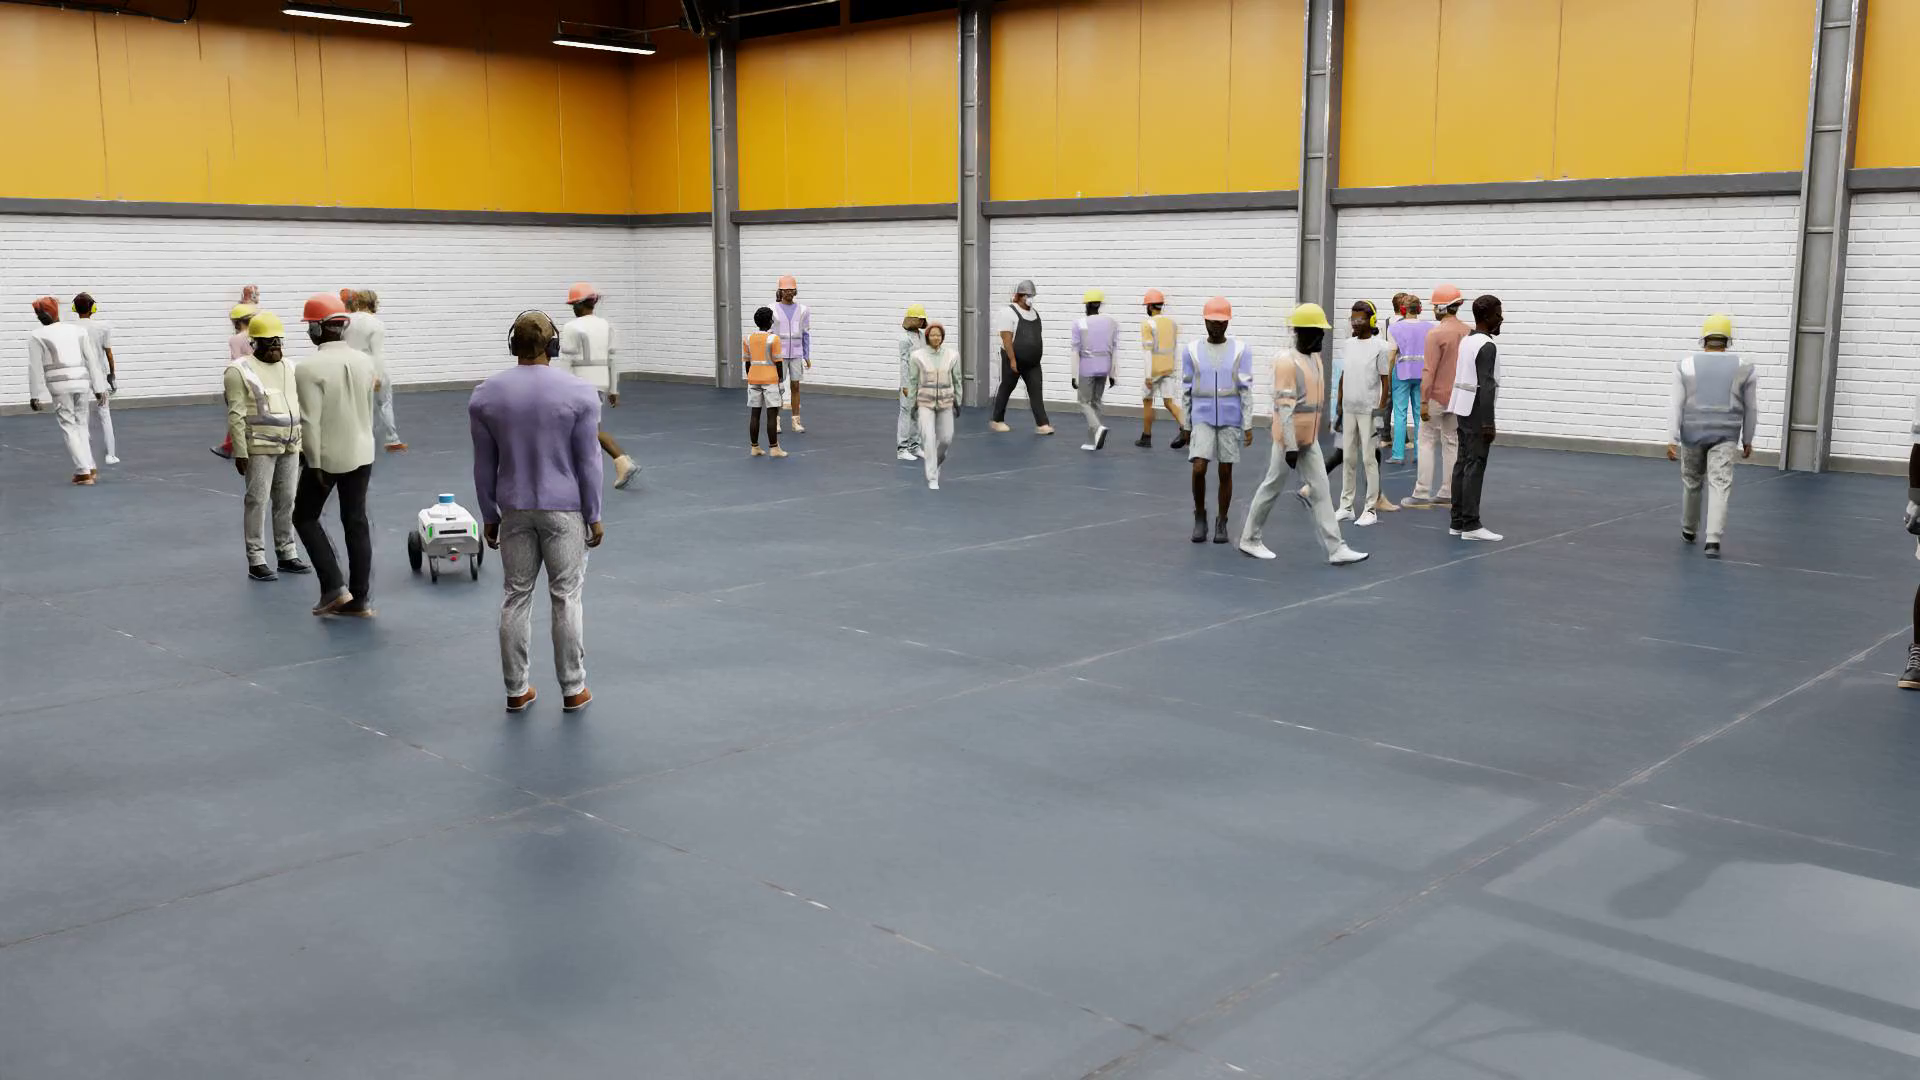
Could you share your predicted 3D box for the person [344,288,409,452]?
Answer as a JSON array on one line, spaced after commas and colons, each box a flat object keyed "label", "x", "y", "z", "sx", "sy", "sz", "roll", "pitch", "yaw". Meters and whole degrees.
[{"label": "person", "x": -6.782, "y": -1.908, "z": 18.938, "sx": 0.628, "sy": 1.908, "sz": 0.975, "roll": 5, "pitch": 11, "yaw": 28}]

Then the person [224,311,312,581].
[{"label": "person", "x": -4.718, "y": -0.645, "z": 11.407, "sx": 0.404, "sy": 1.829, "sz": 0.600, "roll": 5, "pitch": 10, "yaw": 26}]

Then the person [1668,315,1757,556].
[{"label": "person", "x": 5.639, "y": -0.792, "z": 12.479, "sx": 0.614, "sy": 1.781, "sz": 0.946, "roll": 4, "pitch": 10, "yaw": 21}]

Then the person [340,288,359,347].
[{"label": "person", "x": -7.294, "y": -2.059, "z": 19.906, "sx": 0.354, "sy": 1.887, "sz": 0.573, "roll": -6, "pitch": 11, "yaw": -31}]

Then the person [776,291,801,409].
[{"label": "person", "x": -2.667, "y": -2.894, "z": 25.189, "sx": 0.430, "sy": 1.838, "sz": 0.619, "roll": -7, "pitch": 12, "yaw": -37}]

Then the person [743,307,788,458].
[{"label": "person", "x": -2.188, "y": -1.761, "z": 18.661, "sx": 0.531, "sy": 1.697, "sz": 0.320, "roll": 5, "pitch": 11, "yaw": 30}]

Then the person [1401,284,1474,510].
[{"label": "person", "x": 4.259, "y": -1.257, "z": 14.691, "sx": 0.633, "sy": 1.990, "sz": 0.445, "roll": -6, "pitch": 11, "yaw": -32}]

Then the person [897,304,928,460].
[{"label": "person", "x": -0.501, "y": -1.755, "z": 18.518, "sx": 0.336, "sy": 1.733, "sz": 0.480, "roll": 5, "pitch": 11, "yaw": 29}]

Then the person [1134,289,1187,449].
[{"label": "person", "x": 2.410, "y": -1.999, "z": 19.544, "sx": 0.576, "sy": 1.899, "sz": 0.857, "roll": -6, "pitch": 11, "yaw": -32}]

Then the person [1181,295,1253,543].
[{"label": "person", "x": 1.974, "y": -0.910, "z": 12.784, "sx": 0.556, "sy": 1.919, "sz": 0.527, "roll": 2, "pitch": 9, "yaw": 9}]

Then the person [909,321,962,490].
[{"label": "person", "x": -0.248, "y": -1.315, "z": 16.158, "sx": 0.525, "sy": 1.626, "sz": 0.583, "roll": -2, "pitch": 9, "yaw": -11}]

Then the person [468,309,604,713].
[{"label": "person", "x": -2.006, "y": -0.126, "z": 7.944, "sx": 0.622, "sy": 1.932, "sz": 0.368, "roll": 1, "pitch": 9, "yaw": 5}]

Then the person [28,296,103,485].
[{"label": "person", "x": -8.764, "y": -1.456, "z": 16.313, "sx": 0.584, "sy": 1.845, "sz": 0.595, "roll": 5, "pitch": 11, "yaw": 30}]

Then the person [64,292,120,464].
[{"label": "person", "x": -9.416, "y": -1.740, "z": 18.005, "sx": 0.514, "sy": 1.872, "sz": 0.328, "roll": -4, "pitch": 10, "yaw": -25}]

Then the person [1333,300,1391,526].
[{"label": "person", "x": 3.309, "y": -1.052, "z": 13.800, "sx": 0.328, "sy": 1.868, "sz": 0.509, "roll": -7, "pitch": 12, "yaw": -38}]

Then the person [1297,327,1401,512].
[{"label": "person", "x": 3.397, "y": -1.060, "z": 14.515, "sx": 0.860, "sy": 1.658, "sz": 0.533, "roll": 0, "pitch": 9, "yaw": -2}]

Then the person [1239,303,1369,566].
[{"label": "person", "x": 2.445, "y": -0.753, "z": 11.932, "sx": 1.013, "sy": 1.876, "sz": 0.610, "roll": 8, "pitch": 12, "yaw": 39}]

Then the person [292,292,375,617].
[{"label": "person", "x": -3.785, "y": -0.501, "z": 10.082, "sx": 0.448, "sy": 1.977, "sz": 0.622, "roll": 6, "pitch": 11, "yaw": 31}]

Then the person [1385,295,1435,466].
[{"label": "person", "x": 4.855, "y": -1.717, "z": 17.943, "sx": 0.570, "sy": 1.840, "sz": 0.373, "roll": -2, "pitch": 9, "yaw": -12}]

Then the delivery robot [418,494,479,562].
[{"label": "delivery robot", "x": -3.555, "y": -0.078, "z": 11.545, "sx": 0.477, "sy": 0.478, "sz": 0.707, "roll": -4, "pitch": 10, "yaw": -22}]

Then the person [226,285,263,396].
[{"label": "person", "x": -10.622, "y": -2.867, "z": 24.857, "sx": 0.654, "sy": 1.884, "sz": 0.643, "roll": 6, "pitch": 11, "yaw": 31}]

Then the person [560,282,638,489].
[{"label": "person", "x": -3.513, "y": -1.482, "z": 16.047, "sx": 0.982, "sy": 2.004, "sz": 0.664, "roll": 6, "pitch": 11, "yaw": 31}]

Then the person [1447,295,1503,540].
[{"label": "person", "x": 4.056, "y": -0.961, "z": 13.086, "sx": 0.399, "sy": 1.918, "sz": 0.590, "roll": 0, "pitch": 9, "yaw": 0}]

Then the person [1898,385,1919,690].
[{"label": "person", "x": 5.044, "y": -0.202, "z": 8.277, "sx": 0.608, "sy": 1.966, "sz": 0.374, "roll": 6, "pitch": 11, "yaw": 31}]

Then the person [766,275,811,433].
[{"label": "person", "x": -2.219, "y": -2.394, "z": 21.481, "sx": 0.605, "sy": 2.045, "sz": 0.379, "roll": -3, "pitch": 10, "yaw": -19}]

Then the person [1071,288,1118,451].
[{"label": "person", "x": 1.565, "y": -1.953, "z": 19.194, "sx": 0.593, "sy": 1.908, "sz": 0.639, "roll": -4, "pitch": 10, "yaw": -23}]

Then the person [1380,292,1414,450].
[{"label": "person", "x": 5.159, "y": -1.978, "z": 19.541, "sx": 0.345, "sy": 1.846, "sz": 0.508, "roll": -6, "pitch": 11, "yaw": -33}]

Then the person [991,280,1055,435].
[{"label": "person", "x": 0.787, "y": -2.386, "z": 21.440, "sx": 0.684, "sy": 2.000, "sz": 1.032, "roll": -7, "pitch": 12, "yaw": -37}]

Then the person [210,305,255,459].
[{"label": "person", "x": -7.889, "y": -1.724, "z": 18.357, "sx": 0.886, "sy": 1.719, "sz": 0.558, "roll": 4, "pitch": 10, "yaw": 23}]
